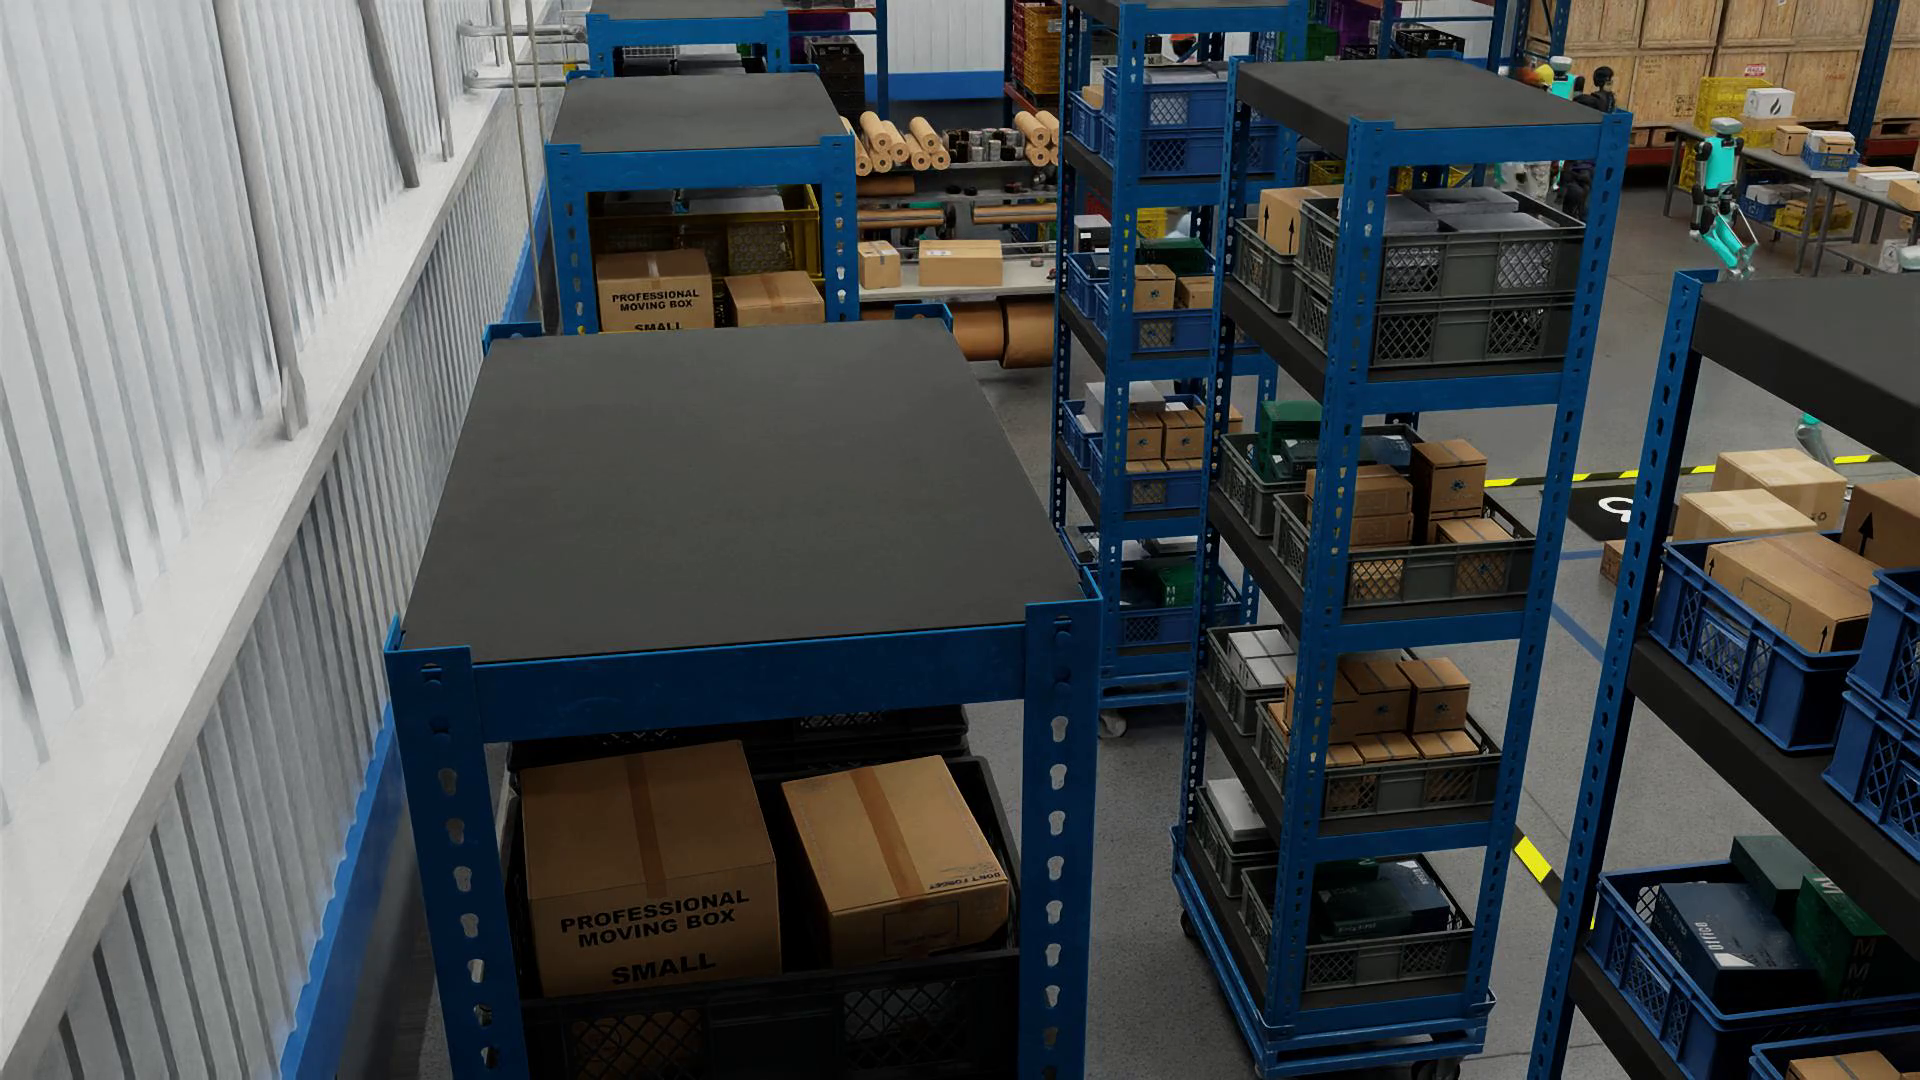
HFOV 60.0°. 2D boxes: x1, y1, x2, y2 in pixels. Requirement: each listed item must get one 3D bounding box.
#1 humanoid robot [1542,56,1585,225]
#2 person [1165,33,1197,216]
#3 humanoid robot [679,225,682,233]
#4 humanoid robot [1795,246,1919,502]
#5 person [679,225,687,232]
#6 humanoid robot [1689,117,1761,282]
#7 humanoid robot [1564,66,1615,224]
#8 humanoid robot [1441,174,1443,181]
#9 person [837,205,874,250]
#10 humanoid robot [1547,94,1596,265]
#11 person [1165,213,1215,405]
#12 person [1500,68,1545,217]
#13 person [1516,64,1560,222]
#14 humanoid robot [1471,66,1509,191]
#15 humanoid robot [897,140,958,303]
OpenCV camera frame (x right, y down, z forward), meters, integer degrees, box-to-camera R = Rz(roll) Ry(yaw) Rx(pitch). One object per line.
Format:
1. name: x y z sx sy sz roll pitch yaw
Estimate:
1. humanoid robot: 6.238 -4.149 17.559 0.534 1.801 0.672 7 26 14
2. person: 2.380 -4.582 18.140 0.389 2.040 0.613 22 33 39
3. humanoid robot: -2.410 -2.581 14.276 0.616 1.641 0.680 16 29 31
4. humanoid robot: 5.774 -1.100 10.778 0.735 1.673 0.533 14 28 28
5. person: -2.602 -2.607 14.113 0.646 1.818 0.693 4 25 9
6. humanoid robot: 6.697 -2.767 14.445 0.530 1.711 0.719 -14 28 -27
7. humanoid robot: 6.692 -4.221 17.790 0.608 1.652 0.423 -17 30 -33
8. humanoid robot: 5.220 -4.533 18.239 0.533 1.673 0.735 12 27 24
9. person: -0.923 -2.335 13.415 0.832 1.917 0.471 8 26 17
10. humanoid robot: 6.001 -3.498 16.205 0.309 1.651 0.610 18 30 33
11. person: 1.536 -1.314 11.261 0.383 1.852 0.588 -5 25 -11
12. person: 5.688 -3.811 16.698 0.660 1.836 0.806 -22 32 -39
13. person: 5.787 -3.866 16.827 0.587 1.834 0.403 12 27 25
14. humanoid robot: 5.651 -4.175 17.650 0.548 1.758 0.910 11 27 22
15. humanoid robot: -0.182 -2.518 14.095 0.545 1.856 0.727 12 27 24
